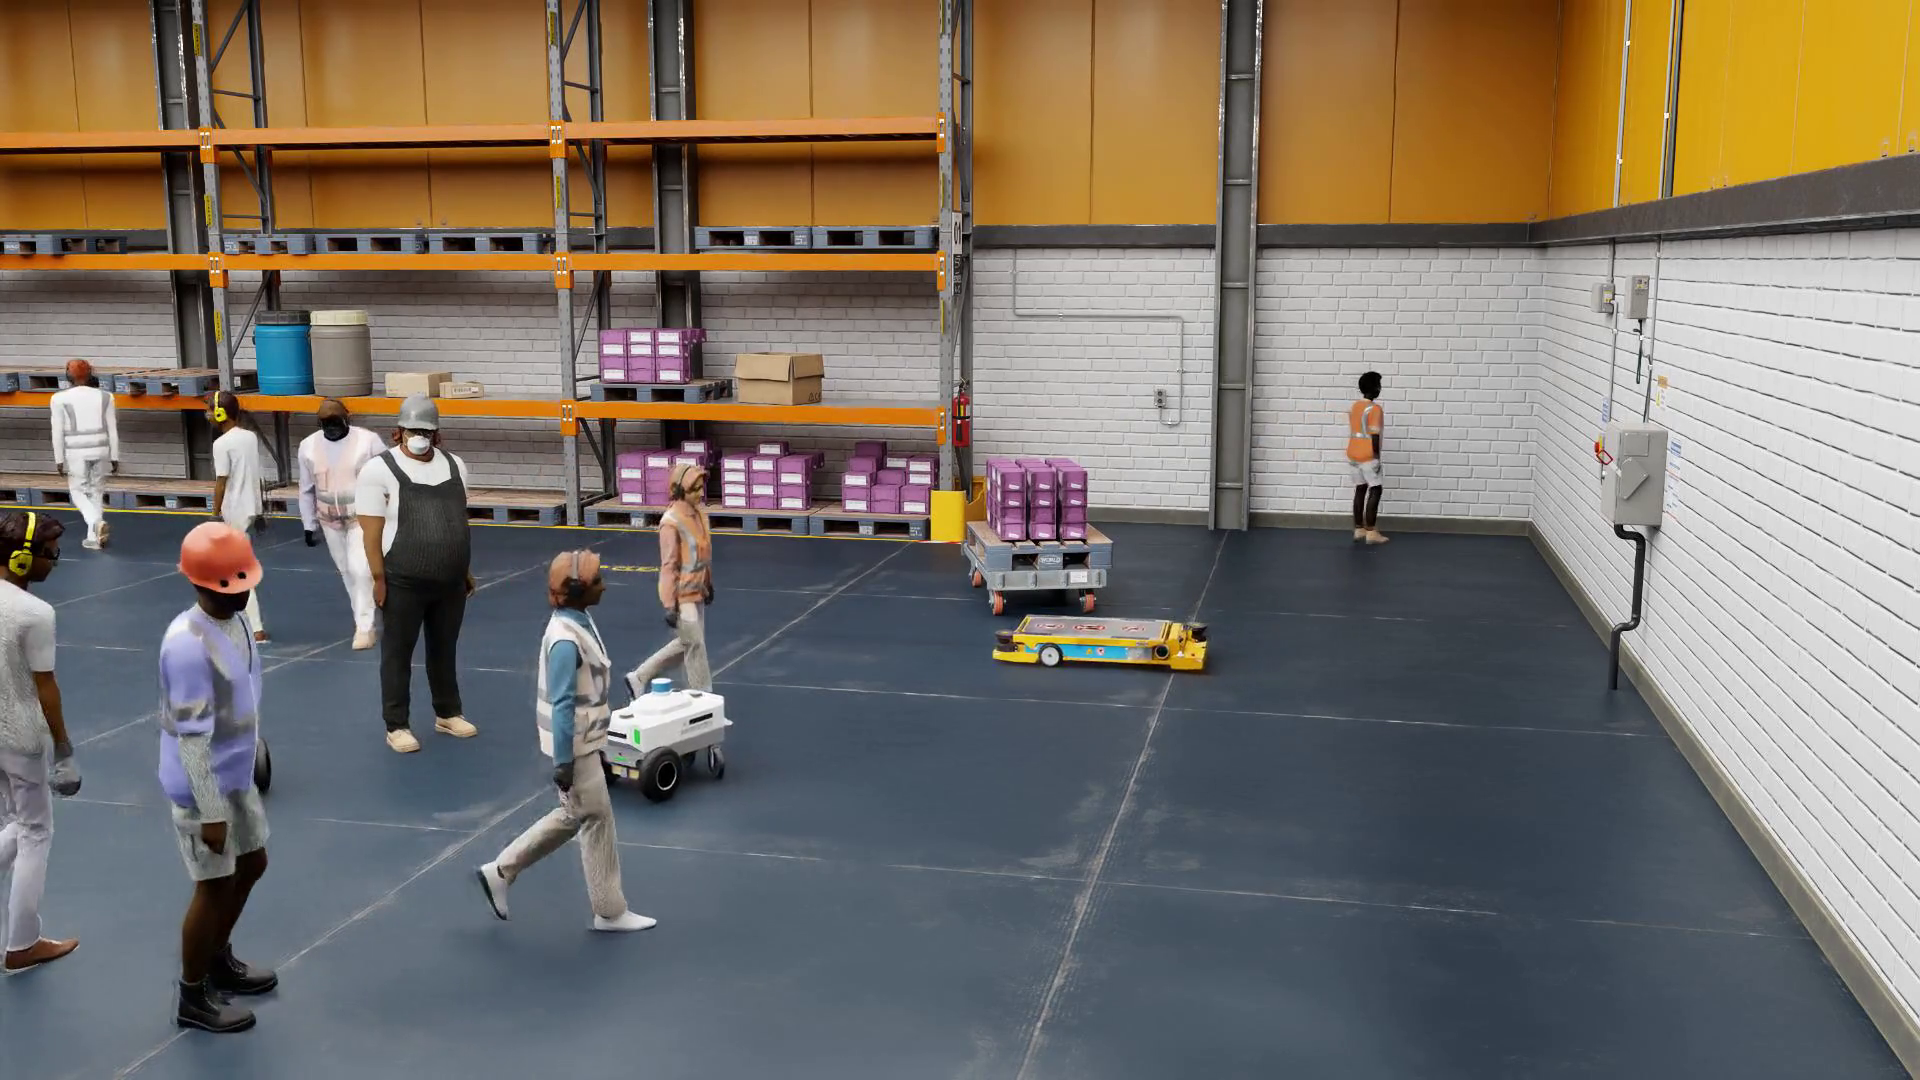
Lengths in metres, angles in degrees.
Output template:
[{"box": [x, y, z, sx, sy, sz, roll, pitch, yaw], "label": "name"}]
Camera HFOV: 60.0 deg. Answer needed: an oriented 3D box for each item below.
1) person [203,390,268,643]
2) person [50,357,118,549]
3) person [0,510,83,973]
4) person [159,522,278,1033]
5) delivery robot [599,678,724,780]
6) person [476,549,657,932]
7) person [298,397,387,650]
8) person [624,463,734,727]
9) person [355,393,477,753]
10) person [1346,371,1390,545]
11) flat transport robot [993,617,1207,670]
[{"box": [-5.275, -0.165, 12.056, 0.483, 1.846, 0.574, 1, 10, 4], "label": "person"}, {"box": [-8.267, -0.800, 15.798, 0.695, 1.865, 0.573, 9, 13, 43], "label": "person"}, {"box": [-3.672, 0.796, 6.418, 0.547, 1.836, 0.451, 5, 11, 28], "label": "person"}, {"box": [-2.631, 0.850, 5.913, 0.505, 1.889, 0.575, 0, 10, -3], "label": "person"}, {"box": [-1.580, 0.978, 8.827, 0.477, 0.478, 0.707, 7, 12, 33], "label": "delivery robot"}, {"box": [-1.630, 0.833, 6.800, 0.664, 1.619, 0.520, -2, 10, -10], "label": "person"}, {"box": [-4.407, -0.117, 11.904, 0.650, 1.802, 0.717, 0, 10, 3], "label": "person"}, {"box": [-1.702, 0.326, 9.865, 0.656, 1.611, 0.551, 2, 10, 13], "label": "person"}, {"box": [-3.042, 0.169, 9.504, 0.536, 2.000, 0.683, 8, 12, 40], "label": "person"}, {"box": [3.996, -0.812, 16.335, 0.370, 1.691, 0.559, -2, 10, -14], "label": "person"}, {"box": [0.986, 0.702, 11.580, 1.431, 0.197, 0.652, 2, 10, 10], "label": "flat transport robot"}]
